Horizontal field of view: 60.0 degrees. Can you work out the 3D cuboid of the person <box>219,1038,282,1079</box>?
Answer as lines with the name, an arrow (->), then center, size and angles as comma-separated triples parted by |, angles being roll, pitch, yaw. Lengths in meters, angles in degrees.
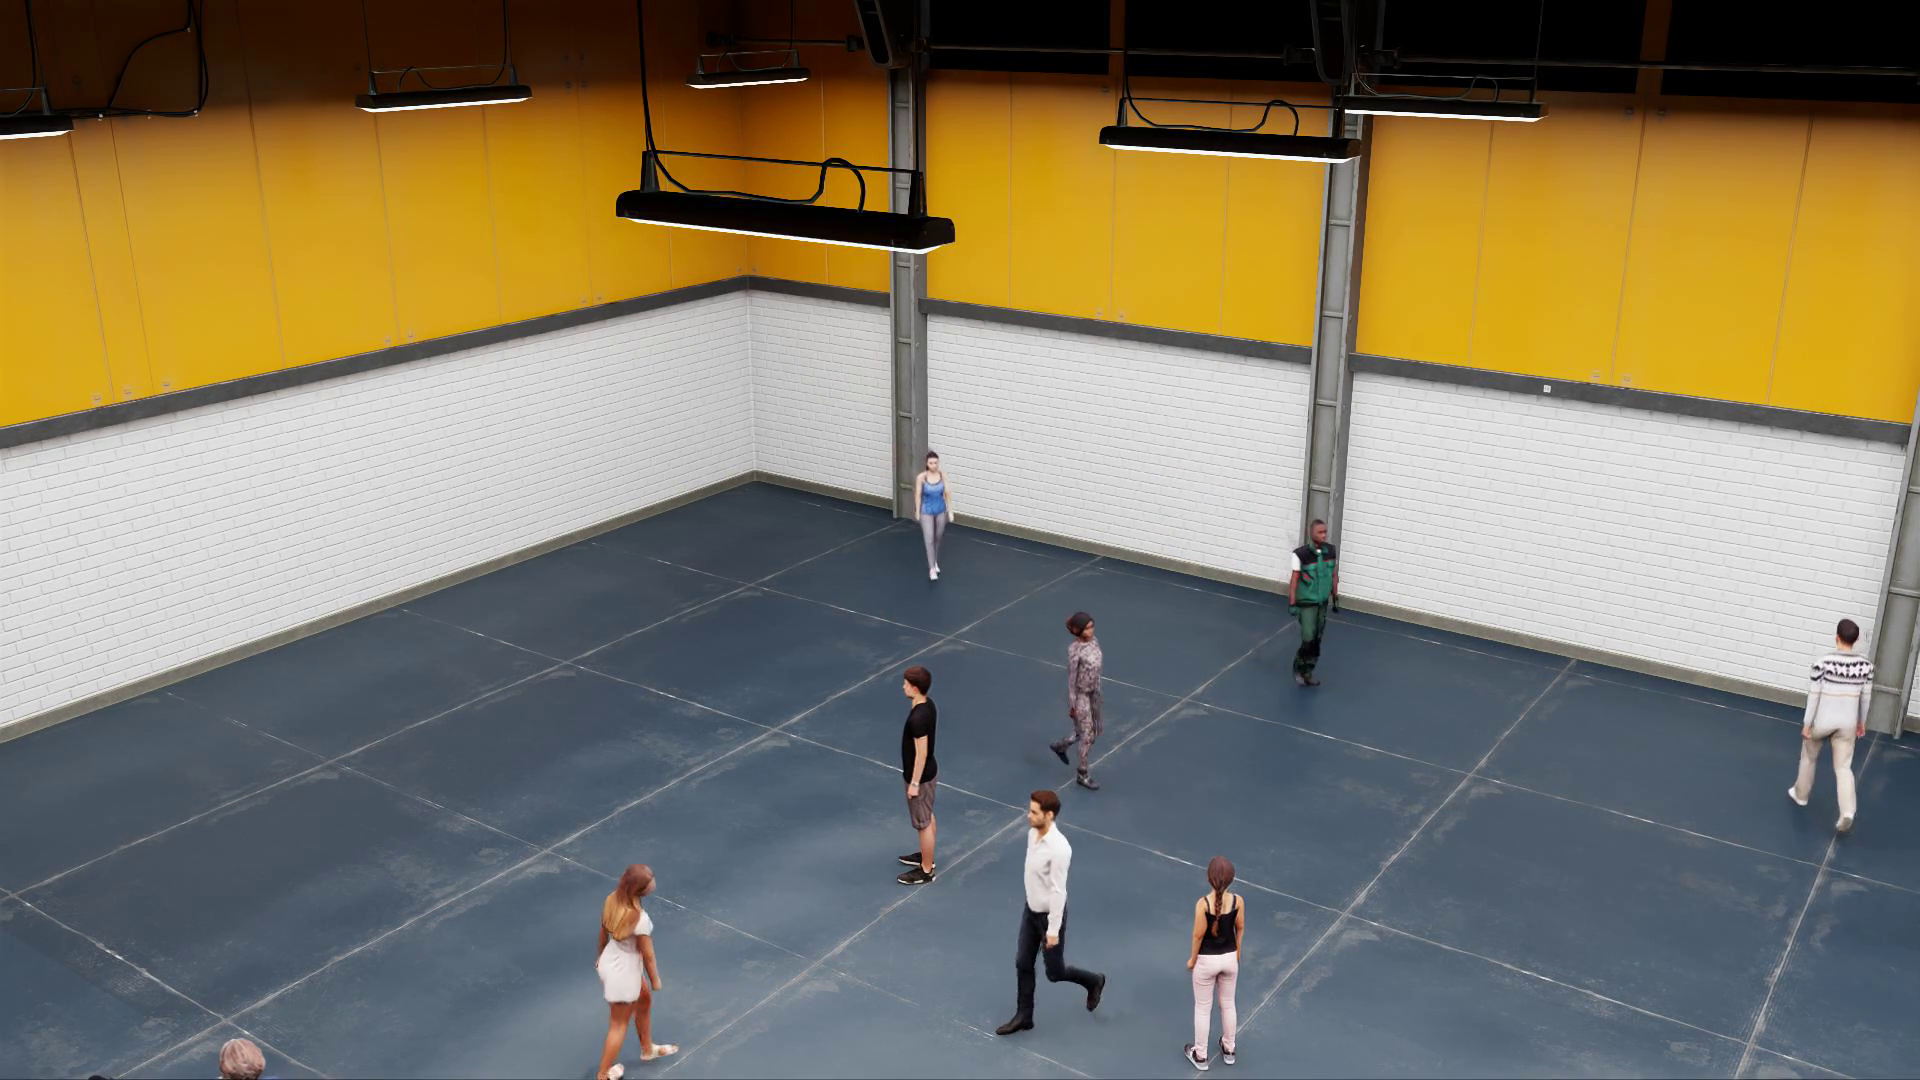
person -> -3.737, 3.471, 8.877 | 0.575, 1.872, 0.681 | 10, 21, 27

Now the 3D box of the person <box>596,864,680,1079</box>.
person -> -2.272, 2.885, 10.974 | 0.884, 1.646, 0.878 | 16, 25, 40

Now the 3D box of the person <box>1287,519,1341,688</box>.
person -> 3.635, 0.635, 17.371 | 0.809, 1.827, 0.829 | -9, 21, -26

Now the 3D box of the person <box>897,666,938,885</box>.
person -> -0.323, 1.898, 13.567 | 0.771, 1.861, 0.772 | 1, 19, 3

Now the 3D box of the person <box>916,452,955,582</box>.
person -> -0.347, -0.340, 20.642 | 0.839, 1.587, 0.930 | -6, 20, -18

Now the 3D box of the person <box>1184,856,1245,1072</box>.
person -> 1.728, 2.841, 11.231 | 0.617, 1.564, 0.669 | -4, 19, -13

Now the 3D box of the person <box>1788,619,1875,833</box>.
person -> 7.613, 1.614, 14.437 | 1.194, 1.843, 1.101 | 3, 19, 8

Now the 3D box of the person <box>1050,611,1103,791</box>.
person -> 1.063, 1.440, 15.182 | 0.826, 1.698, 0.606 | 15, 24, 38

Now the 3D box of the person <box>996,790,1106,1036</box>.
person -> 0.666, 2.590, 11.529 | 1.022, 1.850, 1.099 | -9, 21, -26
